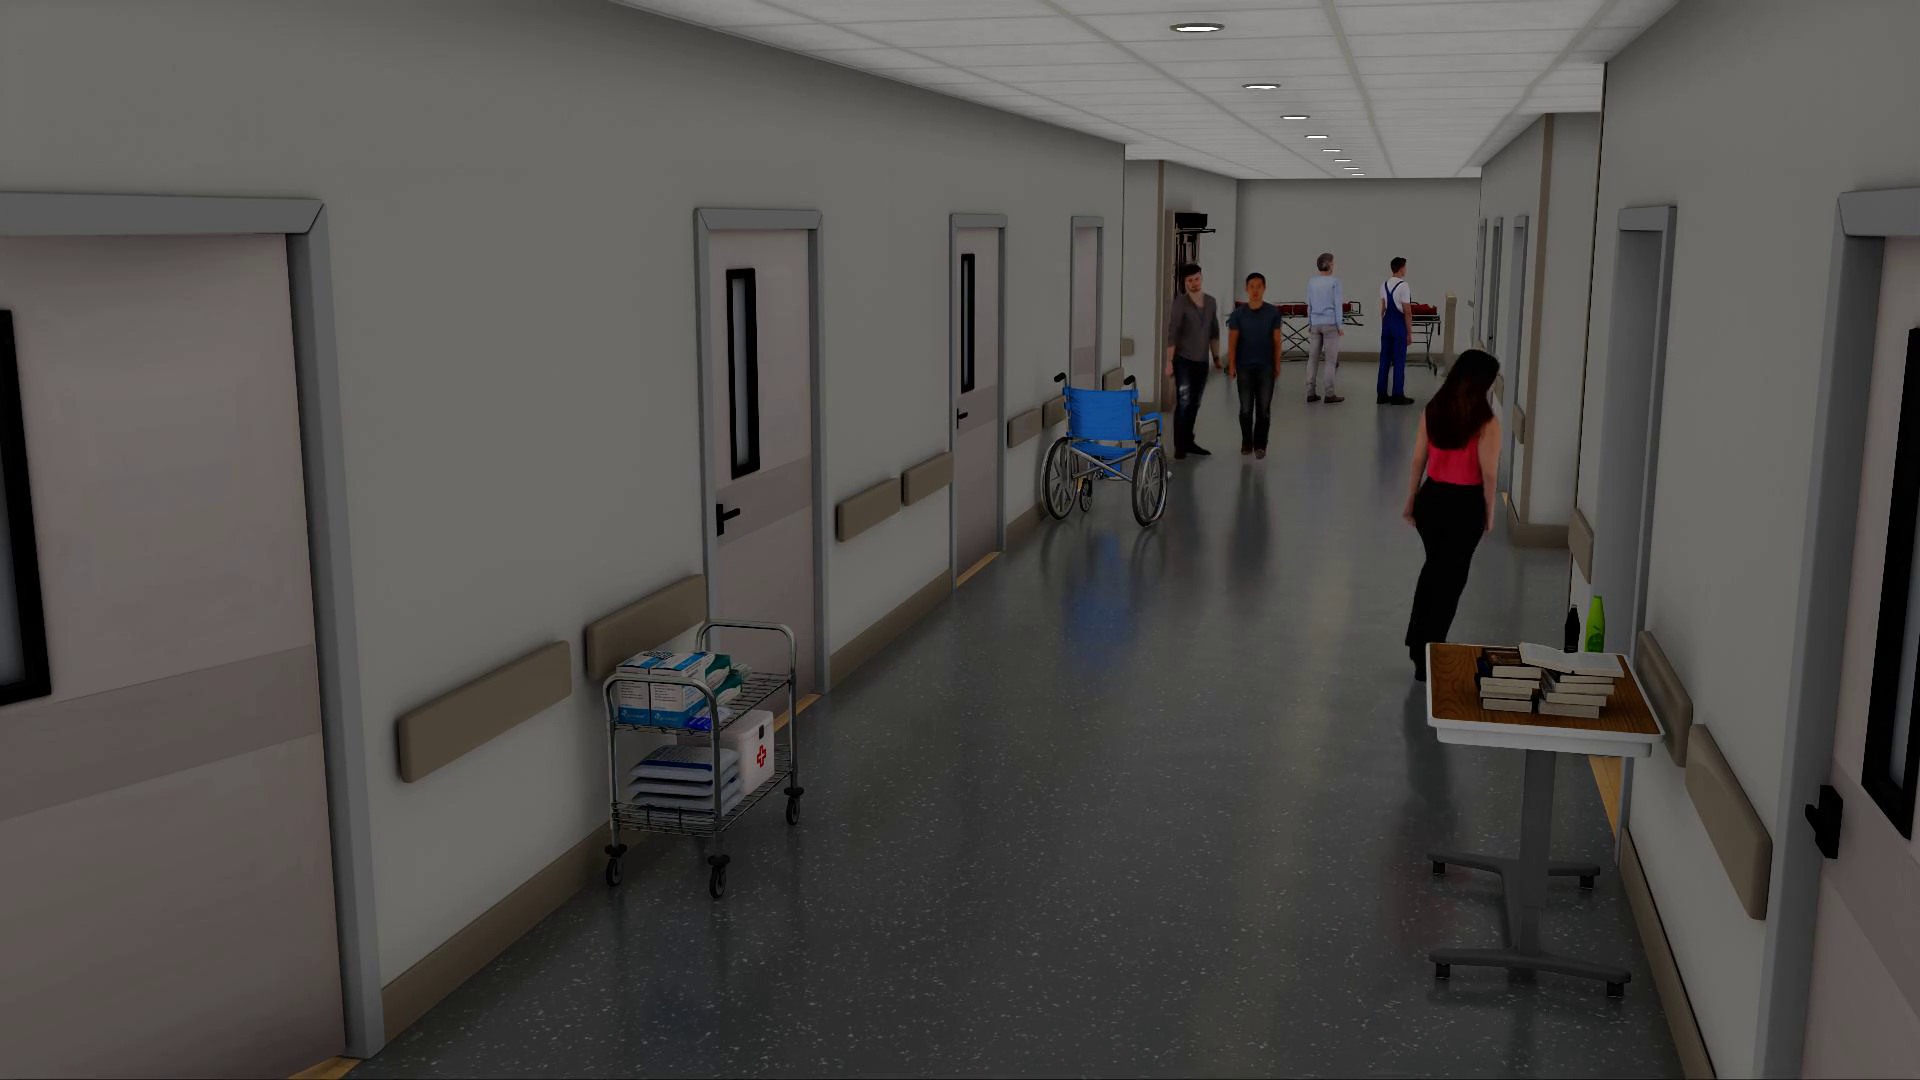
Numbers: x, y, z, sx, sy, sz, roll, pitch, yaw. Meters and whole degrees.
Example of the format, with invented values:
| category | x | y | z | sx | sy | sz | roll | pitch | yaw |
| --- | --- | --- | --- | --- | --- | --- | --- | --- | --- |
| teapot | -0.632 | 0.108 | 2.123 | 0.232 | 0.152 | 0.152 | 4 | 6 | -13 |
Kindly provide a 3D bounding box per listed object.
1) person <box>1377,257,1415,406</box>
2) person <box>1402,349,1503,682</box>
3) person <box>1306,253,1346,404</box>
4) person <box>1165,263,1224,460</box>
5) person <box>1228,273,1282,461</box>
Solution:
| category | x | y | z | sx | sy | sz | roll | pitch | yaw |
| --- | --- | --- | --- | --- | --- | --- | --- | --- | --- |
| person | 5.490 | -2.649 | 21.015 | 0.764 | 1.851 | 0.719 | -7 | 13 | -34 |
| person | 2.364 | -0.094 | 8.116 | 0.758 | 1.641 | 0.802 | 10 | 15 | 42 |
| person | 4.652 | -2.713 | 21.236 | 0.758 | 1.894 | 0.749 | -10 | 15 | -43 |
| person | 2.206 | -1.716 | 16.059 | 1.047 | 1.866 | 1.113 | -10 | 15 | -42 |
| person | 2.829 | -1.643 | 15.967 | 0.724 | 1.757 | 1.153 | 2 | 11 | 9 |
